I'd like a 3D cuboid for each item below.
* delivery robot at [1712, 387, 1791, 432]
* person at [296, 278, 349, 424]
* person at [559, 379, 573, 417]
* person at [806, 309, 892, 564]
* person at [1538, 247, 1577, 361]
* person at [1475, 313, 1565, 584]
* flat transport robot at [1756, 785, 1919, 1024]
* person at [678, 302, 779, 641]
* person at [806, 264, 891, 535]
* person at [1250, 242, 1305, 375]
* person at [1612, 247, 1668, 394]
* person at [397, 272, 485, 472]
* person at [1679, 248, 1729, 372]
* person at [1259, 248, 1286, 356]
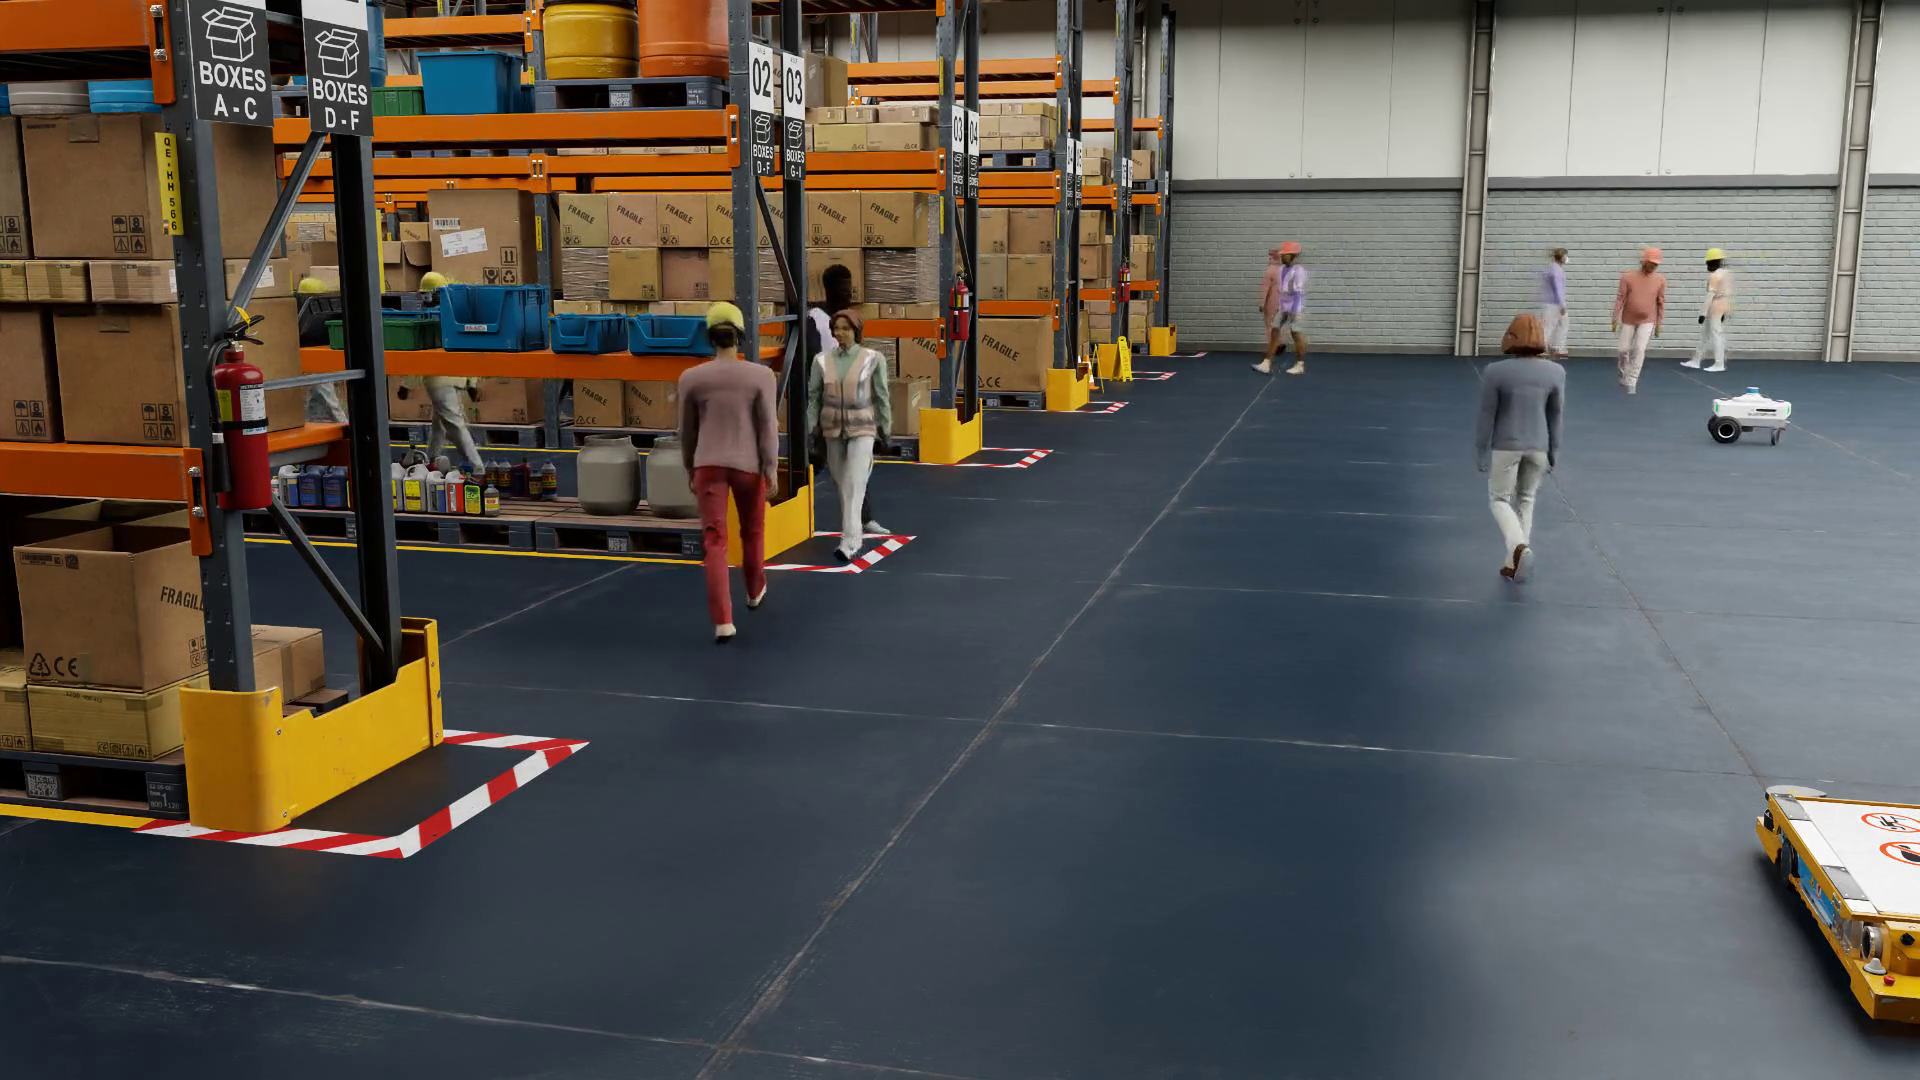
[{"bbox_3d":[7.993,-1.300,16.801,0.707,0.478,0.477,4,11,19],"label":"delivery robot"},{"bbox_3d":[-5.942,-1.574,15.411,0.895,1.695,0.502,2,10,10],"label":"person"},{"bbox_3d":[-4.232,-2.114,18.547,0.894,1.659,0.538,5,11,24],"label":"person"},{"bbox_3d":[-0.735,-0.645,10.524,0.523,1.601,0.832,3,11,18],"label":"person"},{"bbox_3d":[10.147,-3.953,27.984,0.791,1.912,0.666,3,11,17],"label":"person"},{"bbox_3d":[3.311,-0.522,9.798,0.499,1.618,0.617,0,10,0],"label":"person"},{"bbox_3d":[2.841,1.041,4.873,0.652,0.197,1.431,3,11,14],"label":"flat transport robot"},{"bbox_3d":[-1.203,-0.378,8.718,0.534,1.704,0.942,0,10,-2],"label":"person"},{"bbox_3d":[-0.934,-0.974,11.607,0.833,1.891,0.609,7,13,35],"label":"person"},{"bbox_3d":[4.866,-3.485,25.137,0.970,2.000,0.645,-5,11,-24],"label":"person"},{"bbox_3d":[9.126,-2.952,22.373,0.665,1.957,0.759,4,11,20],"label":"person"},{"bbox_3d":[-4.293,-1.325,13.824,0.927,1.787,0.591,3,11,17],"label":"person"},{"bbox_3d":[11.598,-3.570,25.881,0.760,1.901,0.615,7,12,34],"label":"person"},{"bbox_3d":[5.516,-4.180,29.303,0.675,1.891,0.430,-8,13,-37],"label":"person"}]
